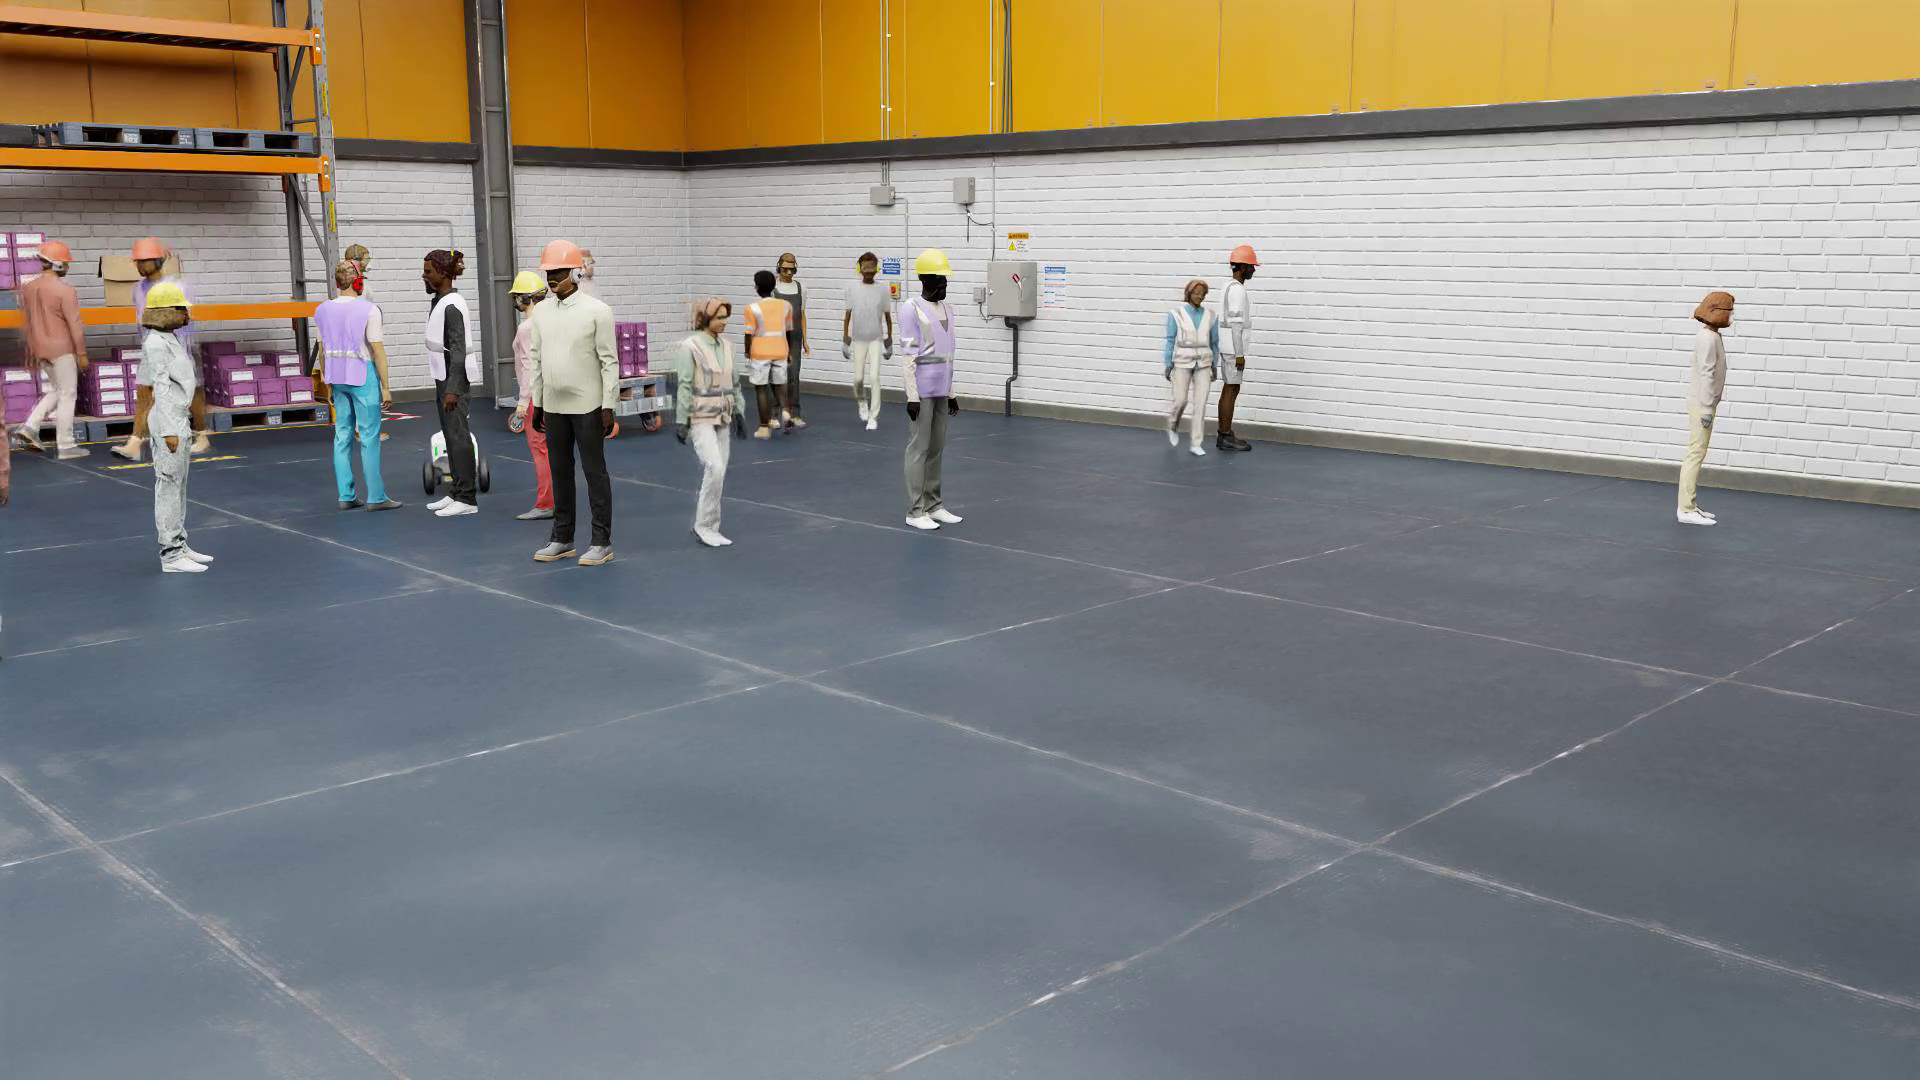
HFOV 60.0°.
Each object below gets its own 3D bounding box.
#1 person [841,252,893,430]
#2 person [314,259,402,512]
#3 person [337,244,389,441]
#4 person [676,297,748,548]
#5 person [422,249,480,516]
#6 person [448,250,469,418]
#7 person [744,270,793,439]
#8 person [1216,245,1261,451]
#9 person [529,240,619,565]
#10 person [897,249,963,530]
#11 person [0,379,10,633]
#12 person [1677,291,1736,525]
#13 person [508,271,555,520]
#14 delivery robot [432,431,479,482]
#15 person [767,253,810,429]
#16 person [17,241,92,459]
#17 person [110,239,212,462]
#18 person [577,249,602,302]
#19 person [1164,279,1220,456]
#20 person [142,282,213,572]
[{"bbox_3d":[-0.973,-2.098,17.486,0.548,1.856,0.596,0,10,0],"label":"person"},{"bbox_3d":[-4.433,-1.118,12.181,0.566,1.843,0.389,3,11,18],"label":"person"},{"bbox_3d":[-5.925,-1.943,16.414,0.355,1.938,0.637,-7,12,-33],"label":"person"},{"bbox_3d":[-1.583,-0.750,10.742,0.417,1.621,0.537,6,12,31],"label":"person"},{"bbox_3d":[-3.700,-1.139,12.090,0.392,1.919,0.590,-5,11,-25],"label":"person"},{"bbox_3d":[-5.641,-2.271,18.453,0.350,1.854,0.507,-4,11,-20],"label":"person"},{"bbox_3d":[-1.893,-1.828,16.473,0.545,1.682,0.404,-7,12,-33],"label":"person"},{"bbox_3d":[2.623,-1.803,15.689,0.388,1.929,0.546,1,10,3],"label":"person"},{"bbox_3d":[-2.390,-0.835,10.220,0.621,1.992,0.397,5,11,24],"label":"person"},{"bbox_3d":[-0.201,-1.046,11.548,0.358,1.930,0.588,6,12,29],"label":"person"},{"bbox_3d":[-4.772,-0.261,7.798,0.536,1.743,0.740,-4,11,-21],"label":"person"},{"bbox_3d":[5.264,-0.931,11.735,0.270,1.631,0.507,4,11,23],"label":"person"},{"bbox_3d":[-3.038,-1.023,11.873,0.314,1.769,0.524,1,10,5],"label":"person"},{"bbox_3d":[-4.033,-0.720,13.268,0.477,0.478,0.707,-3,11,-18],"label":"delivery robot"},{"bbox_3d":[-1.827,-2.084,17.459,0.506,1.840,0.343,-5,12,-27],"label":"person"},{"bbox_3d":[-8.190,-1.701,15.032,0.616,1.970,0.520,5,12,26],"label":"person"},{"bbox_3d":[-7.244,-1.711,15.040,0.616,1.988,1.065,3,11,14],"label":"person"},{"bbox_3d":[-4.085,-2.279,18.470,0.970,1.856,0.667,1,10,7],"label":"person"},{"bbox_3d":[2.141,-1.605,15.429,0.535,1.619,0.491,-2,11,-10],"label":"person"},{"bbox_3d":[-4.744,-0.682,10.072,0.296,1.745,0.484,-3,11,-16],"label":"person"}]
